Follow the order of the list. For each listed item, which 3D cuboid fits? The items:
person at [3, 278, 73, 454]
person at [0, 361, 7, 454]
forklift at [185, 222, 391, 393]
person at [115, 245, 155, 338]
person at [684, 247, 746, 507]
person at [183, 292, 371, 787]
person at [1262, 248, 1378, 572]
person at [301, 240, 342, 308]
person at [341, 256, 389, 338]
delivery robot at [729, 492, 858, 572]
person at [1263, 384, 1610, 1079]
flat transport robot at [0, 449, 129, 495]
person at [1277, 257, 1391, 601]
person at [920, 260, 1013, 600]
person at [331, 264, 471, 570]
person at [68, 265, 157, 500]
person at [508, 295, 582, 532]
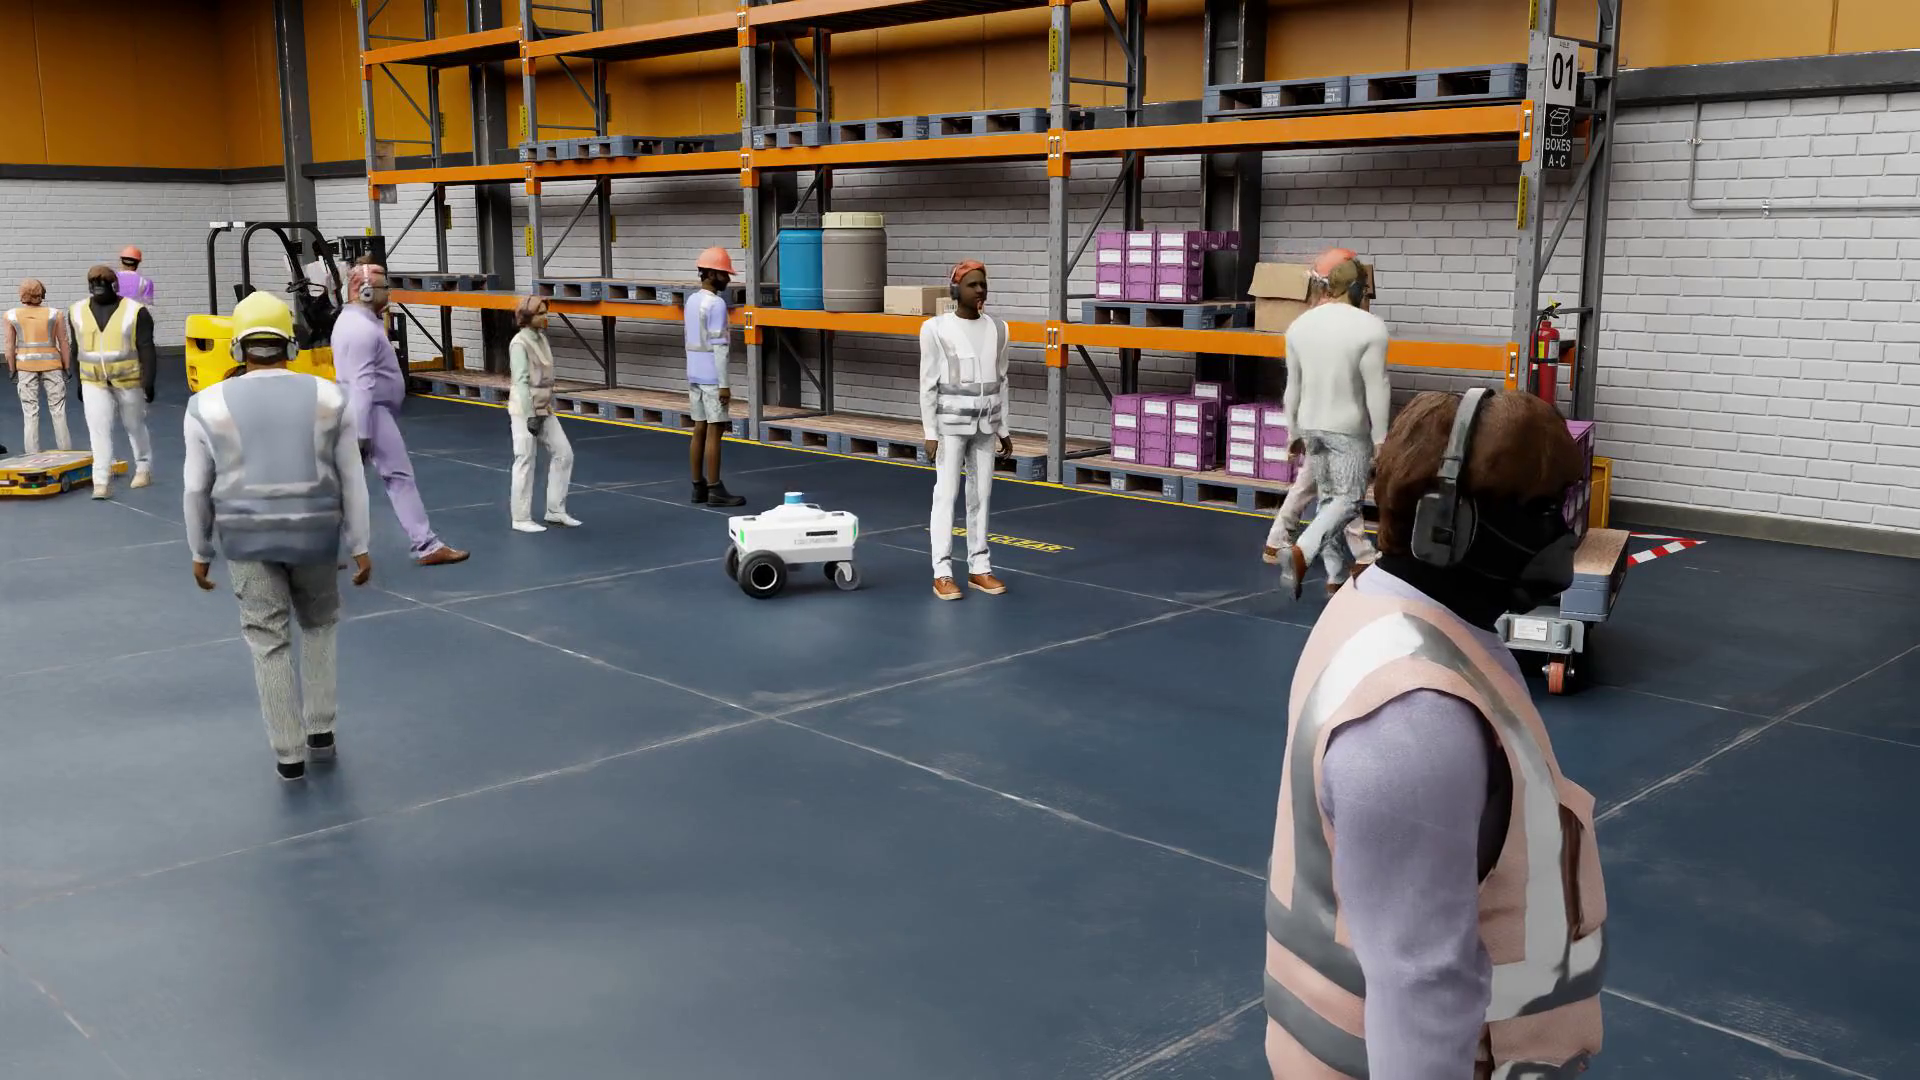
[{"bbox_3d":[-8.245,-1.516,14.903,0.522,1.639,0.305,-5,12,-26],"label":"person"},{"bbox_3d":[-9.100,-1.727,15.244,0.553,1.935,0.362,-3,11,-18],"label":"person"},{"bbox_3d":[-8.169,-2.758,20.163,2.313,2.155,1.214,-10,14,-44],"label":"forklift"},{"bbox_3d":[-9.935,-2.570,19.915,0.572,1.910,0.636,-4,11,-21],"label":"person"},{"bbox_3d":[-1.849,-1.213,12.464,0.385,1.929,0.547,-7,12,-33],"label":"person"},{"bbox_3d":[-2.544,-0.009,6.199,0.625,1.812,0.580,-5,12,-27],"label":"person"},{"bbox_3d":[2.233,-0.751,9.913,0.930,1.950,0.639,5,12,26],"label":"person"},{"bbox_3d":[-9.213,-3.363,24.085,0.602,1.967,0.366,1,10,5],"label":"person"},{"bbox_3d":[-6.690,-2.291,18.743,0.560,1.789,0.993,-1,10,-4],"label":"person"},{"bbox_3d":[-0.947,-0.030,9.505,0.707,0.478,0.477,-3,11,-18],"label":"delivery robot"},{"bbox_3d":[0.614,0.715,2.197,0.429,1.839,0.633,2,11,11],"label":"person"},{"bbox_3d":[-7.361,-0.553,13.388,0.652,0.197,1.431,0,10,-1],"label":"flat transport robot"},{"bbox_3d":[1.992,-0.575,9.049,0.807,1.907,0.667,-9,14,-41],"label":"person"},{"bbox_3d":[0.042,-0.614,9.319,0.576,1.885,0.355,-7,12,-32],"label":"person"},{"bbox_3d":[-3.575,-0.726,10.040,1.027,1.859,0.655,-6,12,-29],"label":"person"},{"bbox_3d":[-6.623,-1.251,13.049,0.641,1.798,0.950,-2,11,-11],"label":"person"},{"bbox_3d":[-2.826,-0.848,11.311,0.568,1.619,0.538,2,11,8],"label":"person"}]
